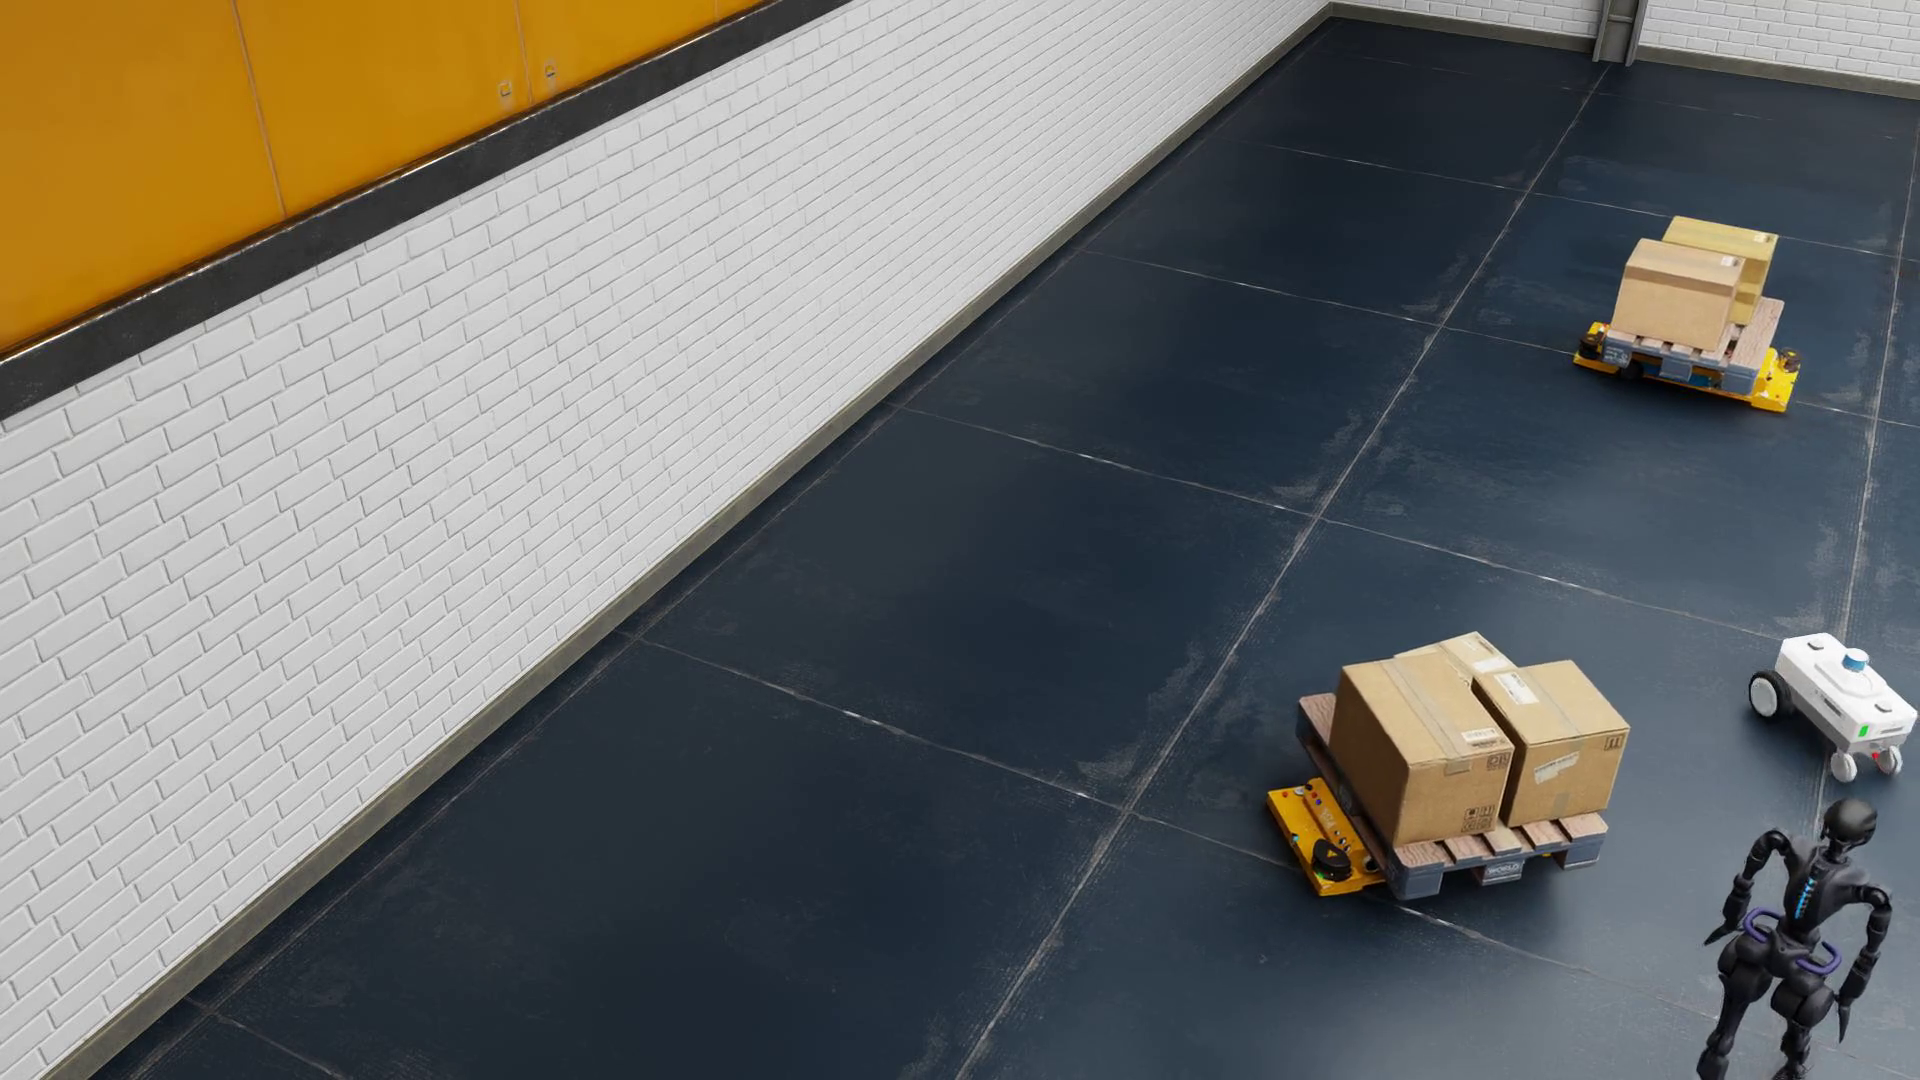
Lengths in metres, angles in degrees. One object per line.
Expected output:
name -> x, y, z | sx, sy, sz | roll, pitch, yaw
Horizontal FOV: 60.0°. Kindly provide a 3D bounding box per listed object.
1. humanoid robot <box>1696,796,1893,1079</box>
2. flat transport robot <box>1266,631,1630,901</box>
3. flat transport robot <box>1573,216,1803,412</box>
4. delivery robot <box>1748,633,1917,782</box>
humanoid robot -> 3.177, 1.591, 6.381 | 0.746, 1.627, 0.584 | -27, 42, -34
flat transport robot -> 2.276, 1.313, 8.023 | 1.431, 0.231, 0.659 | -8, 35, -11
flat transport robot -> 5.203, -1.294, 11.902 | 1.431, 0.231, 0.659 | 18, 38, 25
delivery robot -> 4.496, 0.807, 8.504 | 0.499, 0.577, 0.769 | -8, 35, -11
